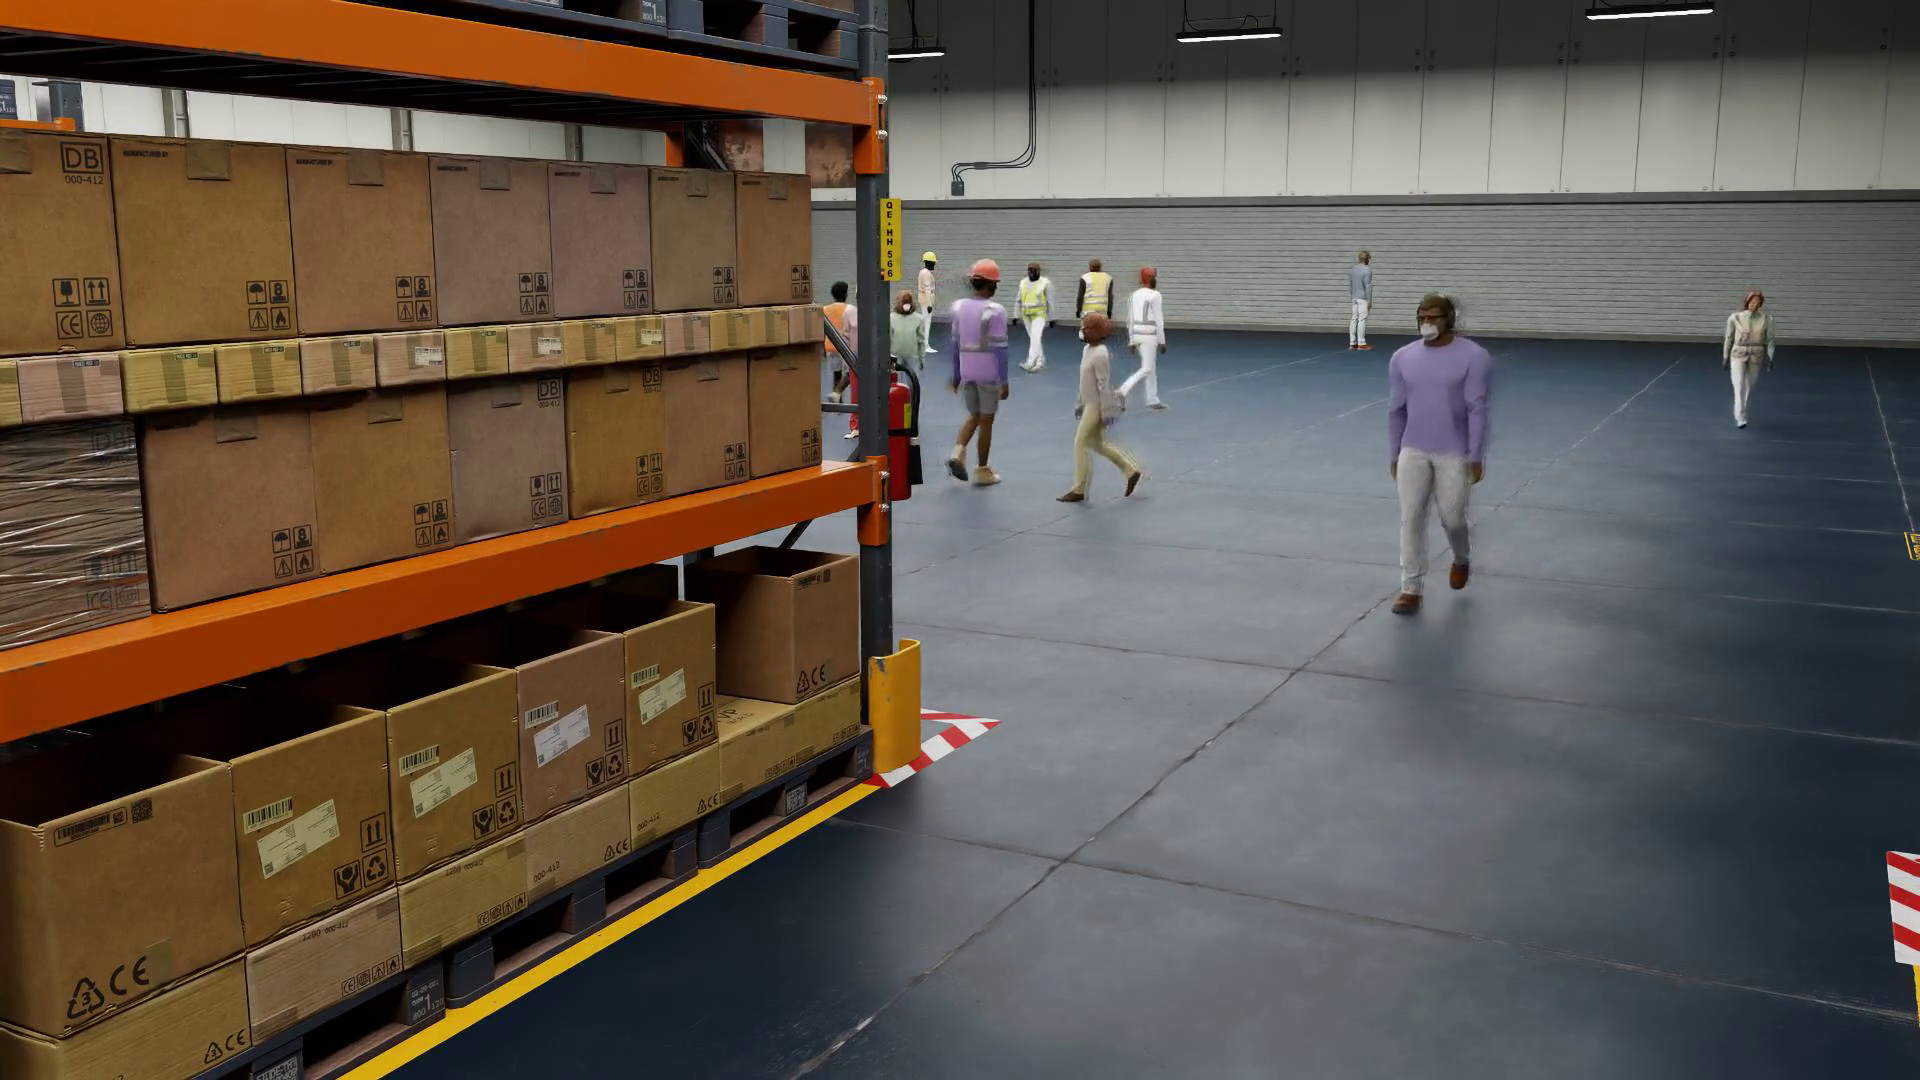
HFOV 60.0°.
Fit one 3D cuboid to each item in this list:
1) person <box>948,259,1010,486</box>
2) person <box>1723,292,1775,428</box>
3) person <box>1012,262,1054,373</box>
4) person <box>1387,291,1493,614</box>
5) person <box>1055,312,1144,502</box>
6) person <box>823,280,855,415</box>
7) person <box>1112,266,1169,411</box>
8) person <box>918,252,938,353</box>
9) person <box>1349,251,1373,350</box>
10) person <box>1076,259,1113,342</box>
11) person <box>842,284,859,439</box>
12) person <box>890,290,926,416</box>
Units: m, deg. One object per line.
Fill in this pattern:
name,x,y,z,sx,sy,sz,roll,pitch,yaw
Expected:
person,0.177,-1.477,14.827,0.640,2.031,0.483,9,14,41
person,9.255,-2.114,19.519,0.519,1.585,0.893,2,11,11
person,1.192,-3.649,27.311,0.628,1.786,0.982,8,13,37
person,2.878,-0.535,10.005,0.637,1.918,0.744,7,12,33
person,1.194,-1.121,14.042,0.726,1.607,0.501,-1,10,-6
person,-1.507,-2.374,20.644,0.545,1.684,0.544,6,12,28
person,2.299,-2.531,21.053,0.839,1.861,0.577,-5,11,-24
person,-0.606,-4.550,31.871,0.382,1.922,0.594,-2,11,-9
person,7.894,-4.708,32.695,0.357,1.937,0.638,-4,11,-20
person,2.392,-4.170,30.115,0.632,1.808,0.866,-4,11,-21
person,-1.050,-1.989,18.333,0.527,1.772,0.301,2,11,12
person,-0.644,-2.088,19.291,0.495,1.622,0.374,-1,10,-6
